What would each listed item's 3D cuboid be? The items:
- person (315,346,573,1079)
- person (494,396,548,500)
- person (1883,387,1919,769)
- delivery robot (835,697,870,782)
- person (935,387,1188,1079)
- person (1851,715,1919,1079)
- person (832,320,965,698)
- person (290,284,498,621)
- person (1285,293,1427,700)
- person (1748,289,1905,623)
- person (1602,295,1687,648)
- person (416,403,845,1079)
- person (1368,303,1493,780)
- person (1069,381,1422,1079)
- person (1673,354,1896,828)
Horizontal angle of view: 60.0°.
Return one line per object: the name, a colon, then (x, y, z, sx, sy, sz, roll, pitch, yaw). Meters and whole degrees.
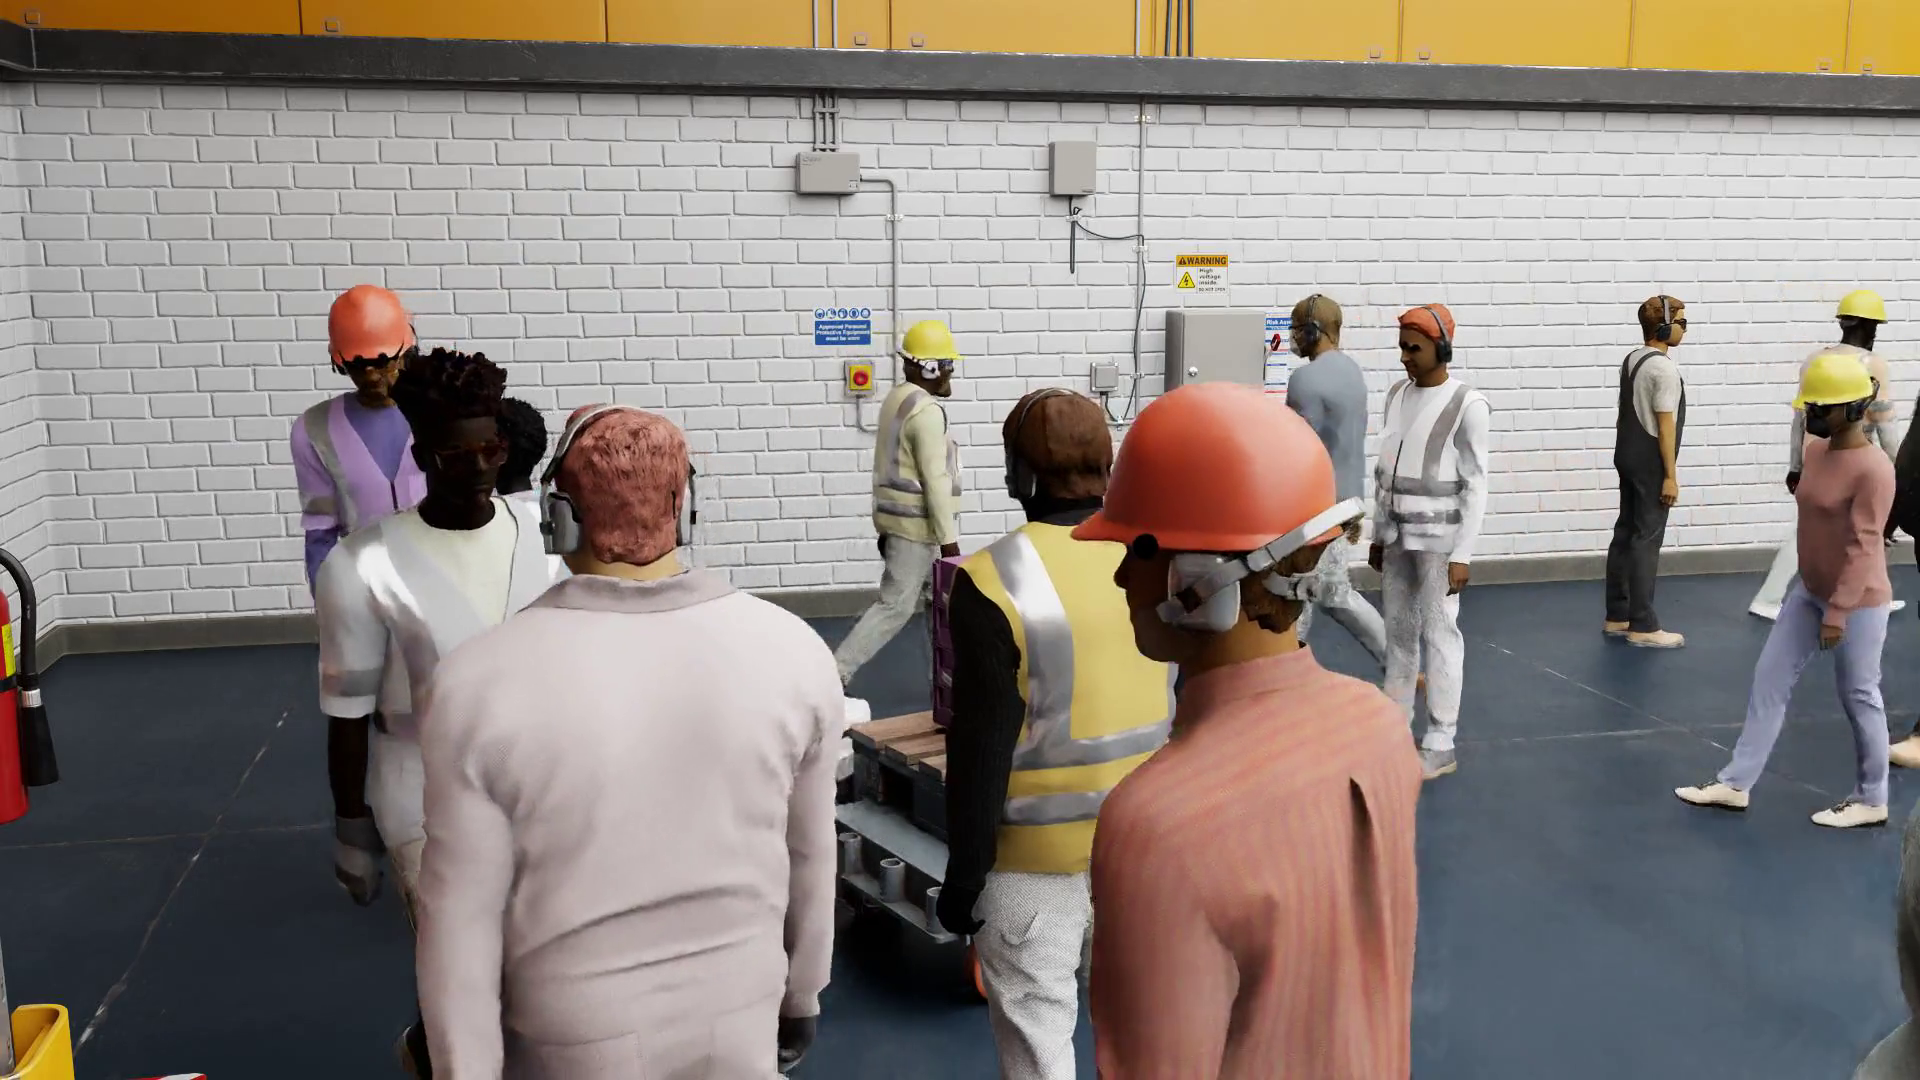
person: (-1.090, 0.531, 3.626, 0.947, 1.930, 0.610, 9, 14, 42)
person: (-1.324, 0.415, 4.920, 0.550, 1.683, 0.548, -9, 13, -40)
person: (4.023, -0.103, 6.799, 0.768, 2.000, 0.693, -1, 10, -4)
delivery robot: (-0.620, 0.738, 6.000, 0.477, 0.478, 0.707, 5, 11, 28)
person: (0.205, 0.607, 3.426, 0.633, 1.839, 0.429, -8, 13, -37)
person: (1.347, 0.860, 2.332, 0.496, 1.717, 0.496, 6, 12, 30)
person: (-0.274, -0.079, 7.400, 0.866, 1.795, 0.613, -2, 10, -11)
person: (-1.727, 0.186, 5.312, 0.679, 2.000, 0.739, -2, 10, -9)
person: (1.697, -0.138, 7.411, 0.948, 1.904, 0.682, 6, 12, 30)
person: (4.869, -0.452, 9.239, 1.027, 1.867, 0.581, -1, 10, -7)
person: (3.634, -0.361, 8.771, 0.345, 1.847, 0.504, -1, 10, -5)
person: (-0.522, 0.726, 2.619, 0.670, 1.887, 0.617, -5, 11, -27)
person: (1.835, 0.005, 6.631, 0.356, 1.887, 0.572, -5, 11, -25)
person: (0.382, 0.810, 1.913, 0.610, 1.976, 0.624, 9, 13, 39)
person: (3.015, 0.208, 5.926, 0.830, 1.721, 0.539, 0, 10, -1)
